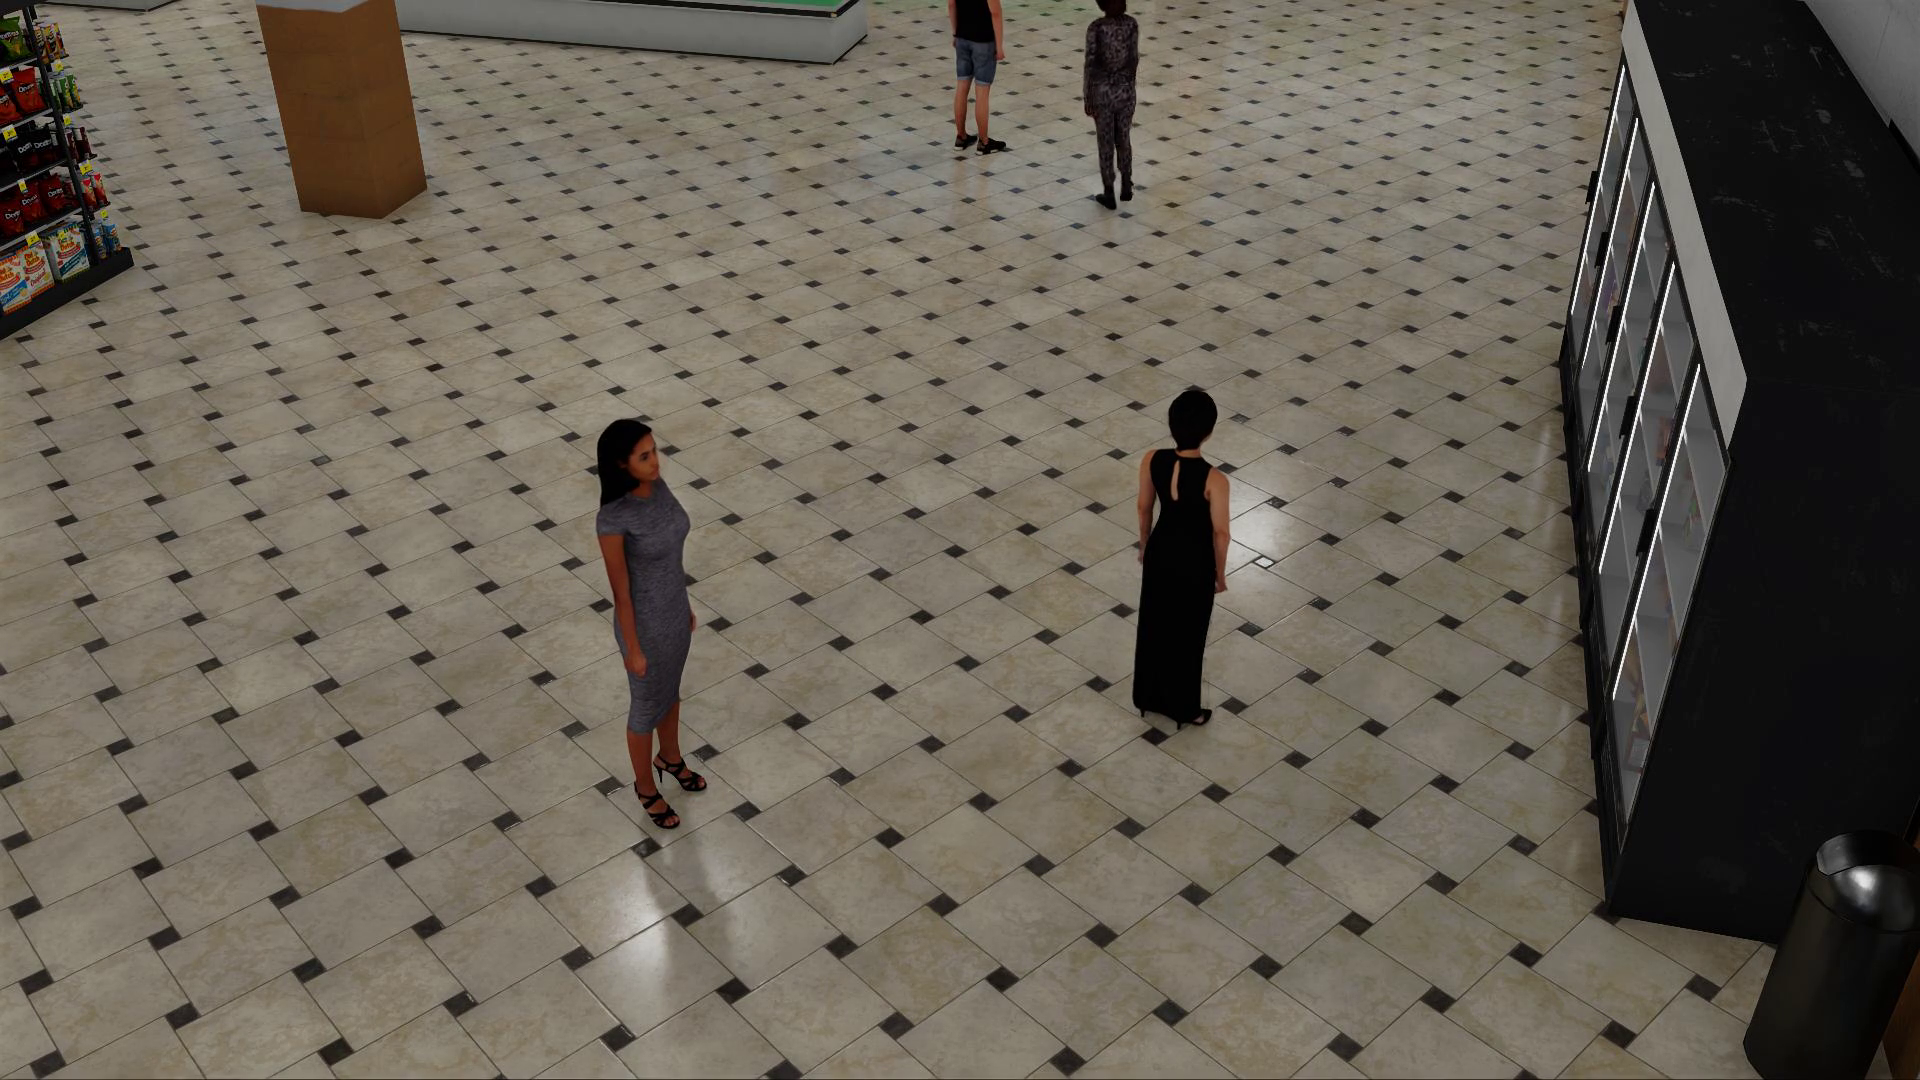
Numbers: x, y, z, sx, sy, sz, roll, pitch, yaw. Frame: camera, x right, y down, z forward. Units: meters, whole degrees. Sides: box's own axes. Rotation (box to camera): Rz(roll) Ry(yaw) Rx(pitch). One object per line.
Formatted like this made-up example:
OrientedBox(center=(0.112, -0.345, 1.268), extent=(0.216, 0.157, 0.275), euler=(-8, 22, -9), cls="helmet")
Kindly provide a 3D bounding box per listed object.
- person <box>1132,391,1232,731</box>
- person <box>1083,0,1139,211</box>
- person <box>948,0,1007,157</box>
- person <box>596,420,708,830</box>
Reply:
OrientedBox(center=(0.927, 0.106, 7.071), extent=(0.567, 1.603, 0.706), euler=(21, 37, 30), cls="person")
OrientedBox(center=(1.173, -3.286, 12.434), extent=(0.764, 1.698, 0.811), euler=(-7, 33, -11), cls="person")
OrientedBox(center=(0.118, -4.092, 13.588), extent=(0.640, 1.846, 0.797), euler=(22, 38, 31), cls="person")
OrientedBox(center=(-1.217, 0.334, 6.536), extent=(0.552, 1.781, 0.607), euler=(12, 34, 19), cls="person")
